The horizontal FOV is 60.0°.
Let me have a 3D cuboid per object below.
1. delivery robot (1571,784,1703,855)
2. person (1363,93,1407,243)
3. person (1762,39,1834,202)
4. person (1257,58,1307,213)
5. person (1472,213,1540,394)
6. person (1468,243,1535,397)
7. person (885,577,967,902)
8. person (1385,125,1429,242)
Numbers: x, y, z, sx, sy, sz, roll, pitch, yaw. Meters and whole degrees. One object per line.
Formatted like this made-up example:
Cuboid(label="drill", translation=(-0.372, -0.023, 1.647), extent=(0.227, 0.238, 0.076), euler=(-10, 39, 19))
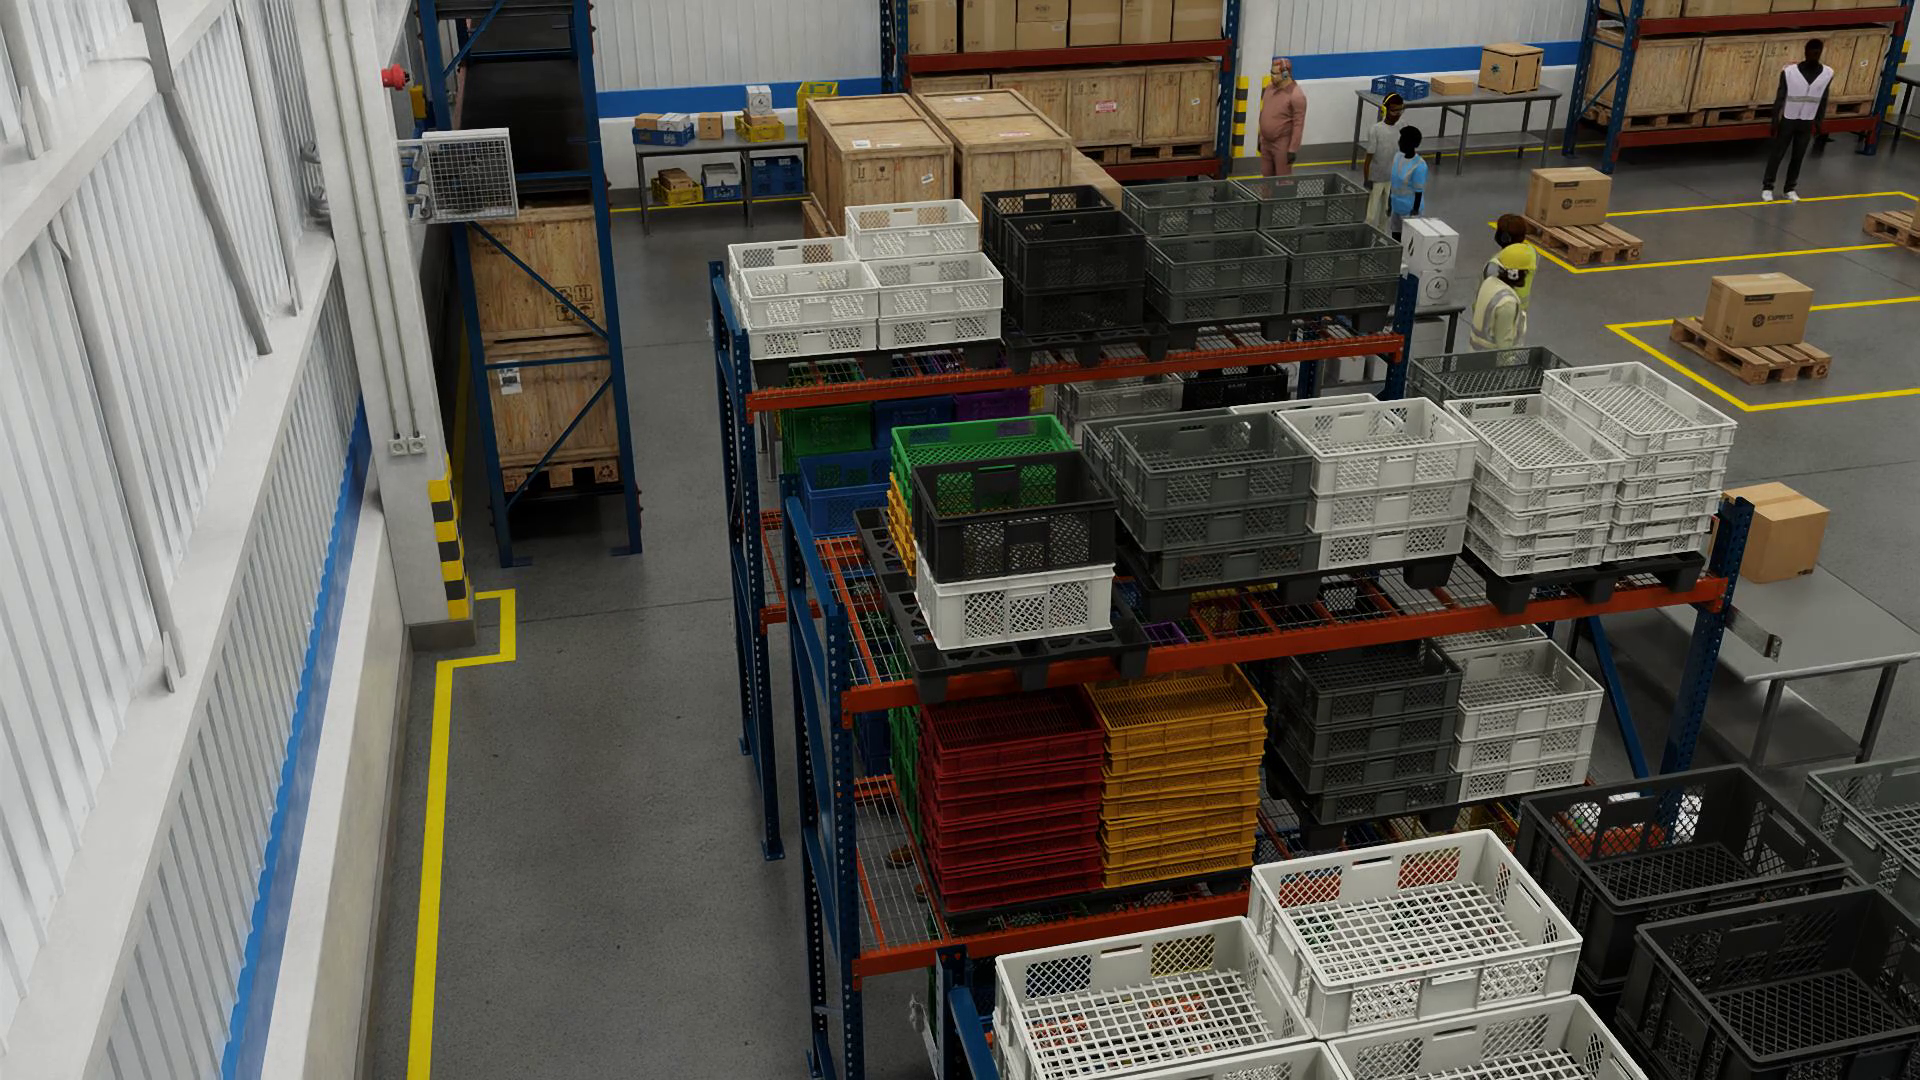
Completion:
Cuboid(label="delivery robot", translation=(3.603, 1.483, 8.804), extent=(0.707, 0.478, 0.477), euler=(6, 28, 12))
Cuboid(label="person", translation=(4.451, -3.771, 17.491), extent=(0.518, 1.856, 0.329), euler=(-14, 31, -24))
Cuboid(label="person", translation=(9.904, -4.970, 19.705), extent=(0.592, 1.913, 0.386), euler=(2, 28, 4))
Cuboid(label="person", translation=(3.573, -4.472, 18.769), extent=(0.400, 1.901, 0.643), euler=(-15, 31, -25))
Cuboid(label="person", translation=(4.440, -1.799, 13.758), extent=(0.624, 1.844, 0.429), euler=(-25, 37, -39))
Cuboid(label="person", translation=(4.224, -1.460, 13.138), extent=(0.403, 1.824, 0.603), euler=(1, 28, 2))
Cuboid(label="person", translation=(-0.152, 0.945, 8.449), extent=(0.370, 1.940, 0.630), euler=(-14, 31, -24))
Cuboid(label="person", translation=(4.522, -3.363, 16.890), extent=(0.323, 1.691, 0.536), euler=(-8, 29, -15))
